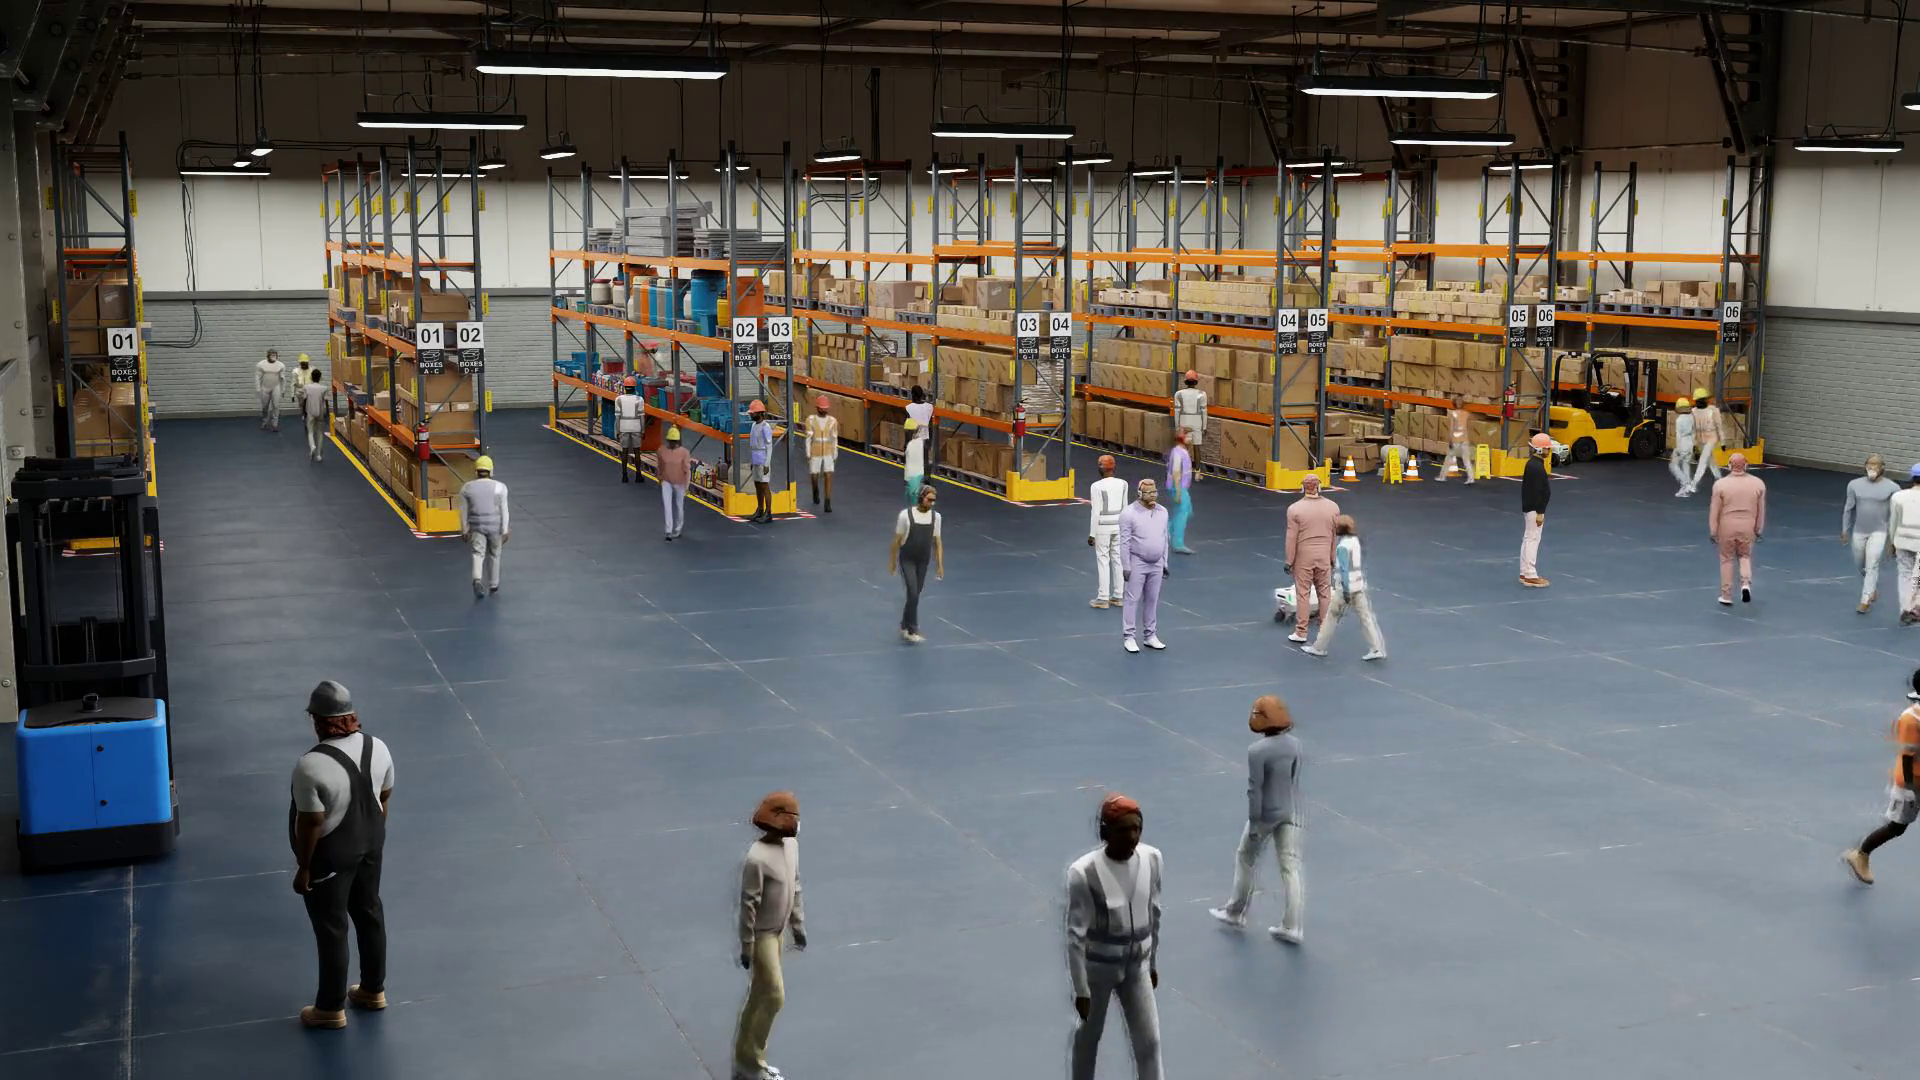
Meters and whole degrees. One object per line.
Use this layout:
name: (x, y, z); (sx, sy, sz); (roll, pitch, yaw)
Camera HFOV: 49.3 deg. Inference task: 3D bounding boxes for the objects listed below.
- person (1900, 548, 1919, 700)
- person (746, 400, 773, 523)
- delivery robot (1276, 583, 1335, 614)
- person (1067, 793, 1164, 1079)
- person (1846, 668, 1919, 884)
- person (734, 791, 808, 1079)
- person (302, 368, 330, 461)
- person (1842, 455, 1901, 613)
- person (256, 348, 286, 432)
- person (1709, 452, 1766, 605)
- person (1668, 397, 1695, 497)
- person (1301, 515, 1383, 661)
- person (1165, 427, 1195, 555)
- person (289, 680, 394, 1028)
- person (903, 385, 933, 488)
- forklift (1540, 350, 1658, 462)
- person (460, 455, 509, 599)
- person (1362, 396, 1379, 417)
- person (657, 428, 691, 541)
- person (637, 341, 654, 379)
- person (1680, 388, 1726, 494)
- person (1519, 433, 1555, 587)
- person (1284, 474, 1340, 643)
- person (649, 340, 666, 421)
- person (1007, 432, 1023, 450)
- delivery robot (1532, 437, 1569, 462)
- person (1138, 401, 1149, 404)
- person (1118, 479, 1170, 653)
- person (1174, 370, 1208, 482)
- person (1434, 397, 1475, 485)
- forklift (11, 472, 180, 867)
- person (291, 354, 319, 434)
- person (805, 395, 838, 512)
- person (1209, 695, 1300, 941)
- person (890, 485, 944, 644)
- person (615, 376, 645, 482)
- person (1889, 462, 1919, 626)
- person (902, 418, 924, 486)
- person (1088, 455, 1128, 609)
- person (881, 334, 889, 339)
person: (9.615, 0.676, 20.515); (0.504, 1.885, 0.749); (-8, 11, -42)
person: (-3.186, -1.241, 33.128); (0.375, 1.935, 0.551); (-5, 10, -31)
delivery robot: (4.099, 0.672, 24.787); (0.707, 0.478, 0.477); (-4, 9, -23)
person: (0.826, 2.198, 10.507); (0.607, 1.839, 0.927); (-4, 10, -28)
person: (6.650, 1.670, 14.627); (0.530, 1.671, 0.823); (-5, 10, -32)
person: (-1.046, 2.170, 11.466); (0.438, 1.608, 0.533); (3, 9, 17)
person: (-12.845, -2.492, 41.738); (0.553, 1.856, 0.514); (-2, 9, -16)
person: (11.157, -0.103, 25.618); (0.639, 1.914, 0.857); (7, 11, 40)
person: (-15.780, -3.446, 47.947); (0.652, 1.911, 0.663); (-4, 9, -23)
person: (9.580, -0.137, 25.887); (0.667, 1.895, 0.426); (1, 9, 3)
person: (12.519, -1.605, 36.274); (0.494, 1.729, 0.365); (-6, 10, -34)
person: (4.176, 0.513, 22.595); (0.902, 1.583, 0.519); (6, 10, 33)
person: (3.128, -0.714, 29.953); (0.464, 1.831, 0.586); (2, 9, 13)
person: (-3.698, 1.844, 12.355); (0.537, 2.000, 0.678); (5, 10, 30)
person: (-0.717, -1.738, 36.510); (0.596, 1.915, 0.372); (-7, 11, -38)
forklift: (12.897, -2.725, 42.309); (2.313, 2.155, 1.214); (-3, 9, -21)
person: (-5.986, -0.162, 26.371); (0.599, 1.810, 0.779); (-1, 9, -7)
person: (9.721, -3.678, 49.439); (0.559, 1.910, 0.647); (-2, 9, -15)
person: (-4.265, -0.834, 31.212); (0.529, 1.684, 0.963); (0, 9, 3)
person: (-7.570, -3.769, 49.896); (0.837, 1.961, 0.613); (2, 9, 13)
person: (13.136, -1.741, 36.797); (1.012, 1.851, 0.595); (-4, 9, -23)
person: (7.535, -0.403, 27.345); (0.397, 1.992, 0.623); (1, 9, 5)
person: (3.948, 0.206, 23.600); (0.638, 1.904, 0.402); (-2, 9, -14)
person: (-7.244, -3.846, 50.409); (0.610, 1.964, 0.638); (-2, 9, -11)
person: (1.082, -2.436, 42.077); (0.511, 1.641, 0.309); (-7, 11, -38)
delivery robot: (11.606, -1.783, 41.156); (0.477, 0.478, 0.707); (-6, 11, -37)
person: (4.468, -3.783, 50.418); (0.621, 1.837, 0.430); (-6, 11, -37)
person: (2.059, 0.273, 23.131); (0.640, 1.910, 0.401); (-5, 10, -30)
person: (4.249, -2.106, 38.527); (0.612, 2.048, 0.363); (2, 9, 13)
person: (9.050, -1.811, 38.069); (0.530, 1.593, 0.841); (-5, 10, -28)
forklift: (-6.630, 0.886, 15.957); (1.129, 2.768, 1.873); (-3, 9, -21)
person: (-14.896, -3.344, 47.665); (0.595, 1.799, 0.925); (-2, 9, -11)
person: (-2.278, -1.441, 34.503); (0.562, 1.915, 0.609); (-2, 9, -11)
person: (1.986, 1.811, 13.874); (0.518, 1.596, 0.779); (-7, 11, -40)
person: (-0.474, 0.269, 23.541); (0.539, 1.788, 0.741); (-4, 10, -27)
person: (-6.033, -2.028, 38.367); (0.552, 1.936, 0.360); (0, 9, 1)
person: (11.220, 0.047, 24.580); (0.612, 1.922, 0.441); (7, 11, 40)
person: (-0.719, -0.992, 32.025); (0.377, 1.753, 0.536); (3, 9, 17)
person: (1.818, -0.109, 25.754); (0.583, 1.882, 0.338); (-7, 11, -37)
person: (-1.946, -4.401, 54.279); (0.631, 1.919, 0.833); (-1, 9, -5)
